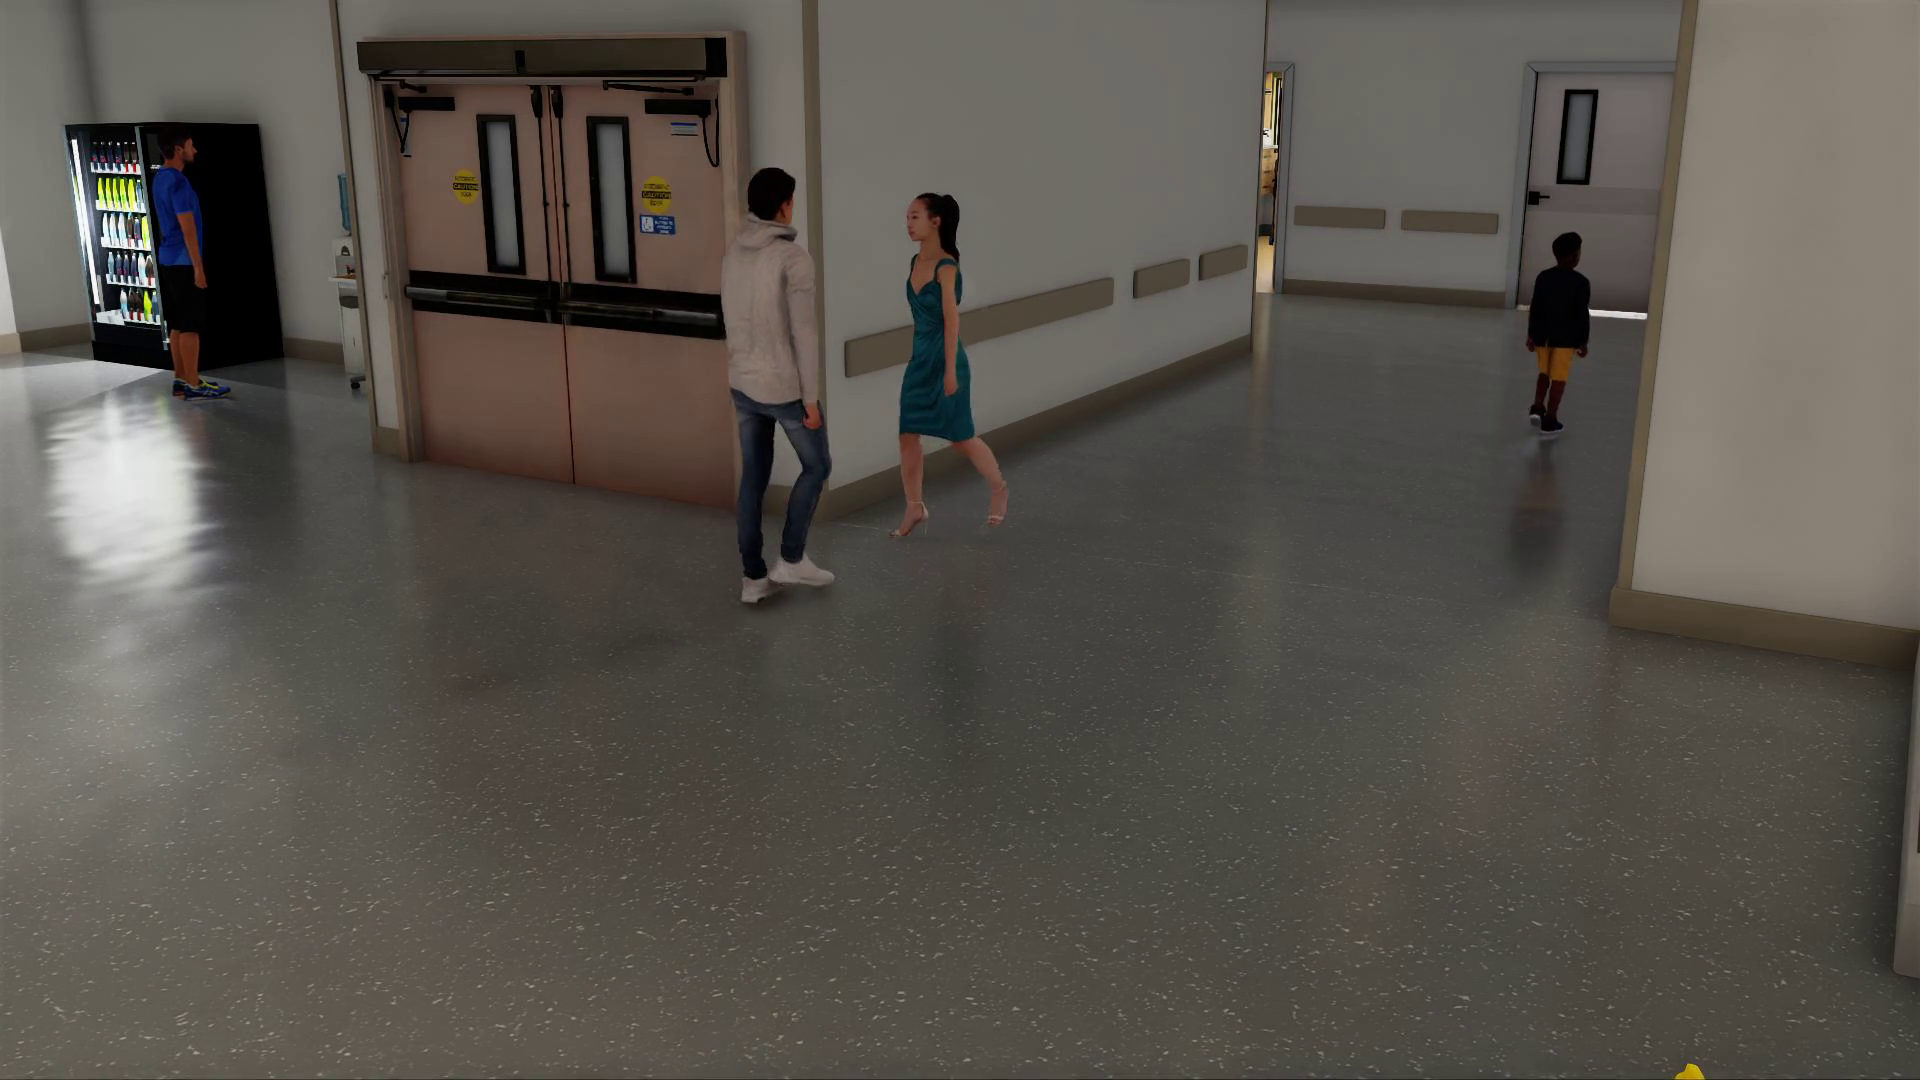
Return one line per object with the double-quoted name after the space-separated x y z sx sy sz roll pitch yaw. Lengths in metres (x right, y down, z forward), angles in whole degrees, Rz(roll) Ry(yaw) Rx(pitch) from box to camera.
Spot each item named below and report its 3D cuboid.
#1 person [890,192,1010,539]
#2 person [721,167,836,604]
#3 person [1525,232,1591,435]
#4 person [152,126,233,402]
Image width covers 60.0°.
-0.042 -0.803 8.009 0.859 1.649 0.892 -10 19 -33 "person"
-0.864 -0.619 7.021 0.625 1.830 0.780 9 18 30 "person"
3.718 -1.287 10.435 0.542 1.262 0.642 15 21 42 "person"
-5.418 -1.920 11.574 0.726 1.864 0.593 -13 20 -39 "person"
